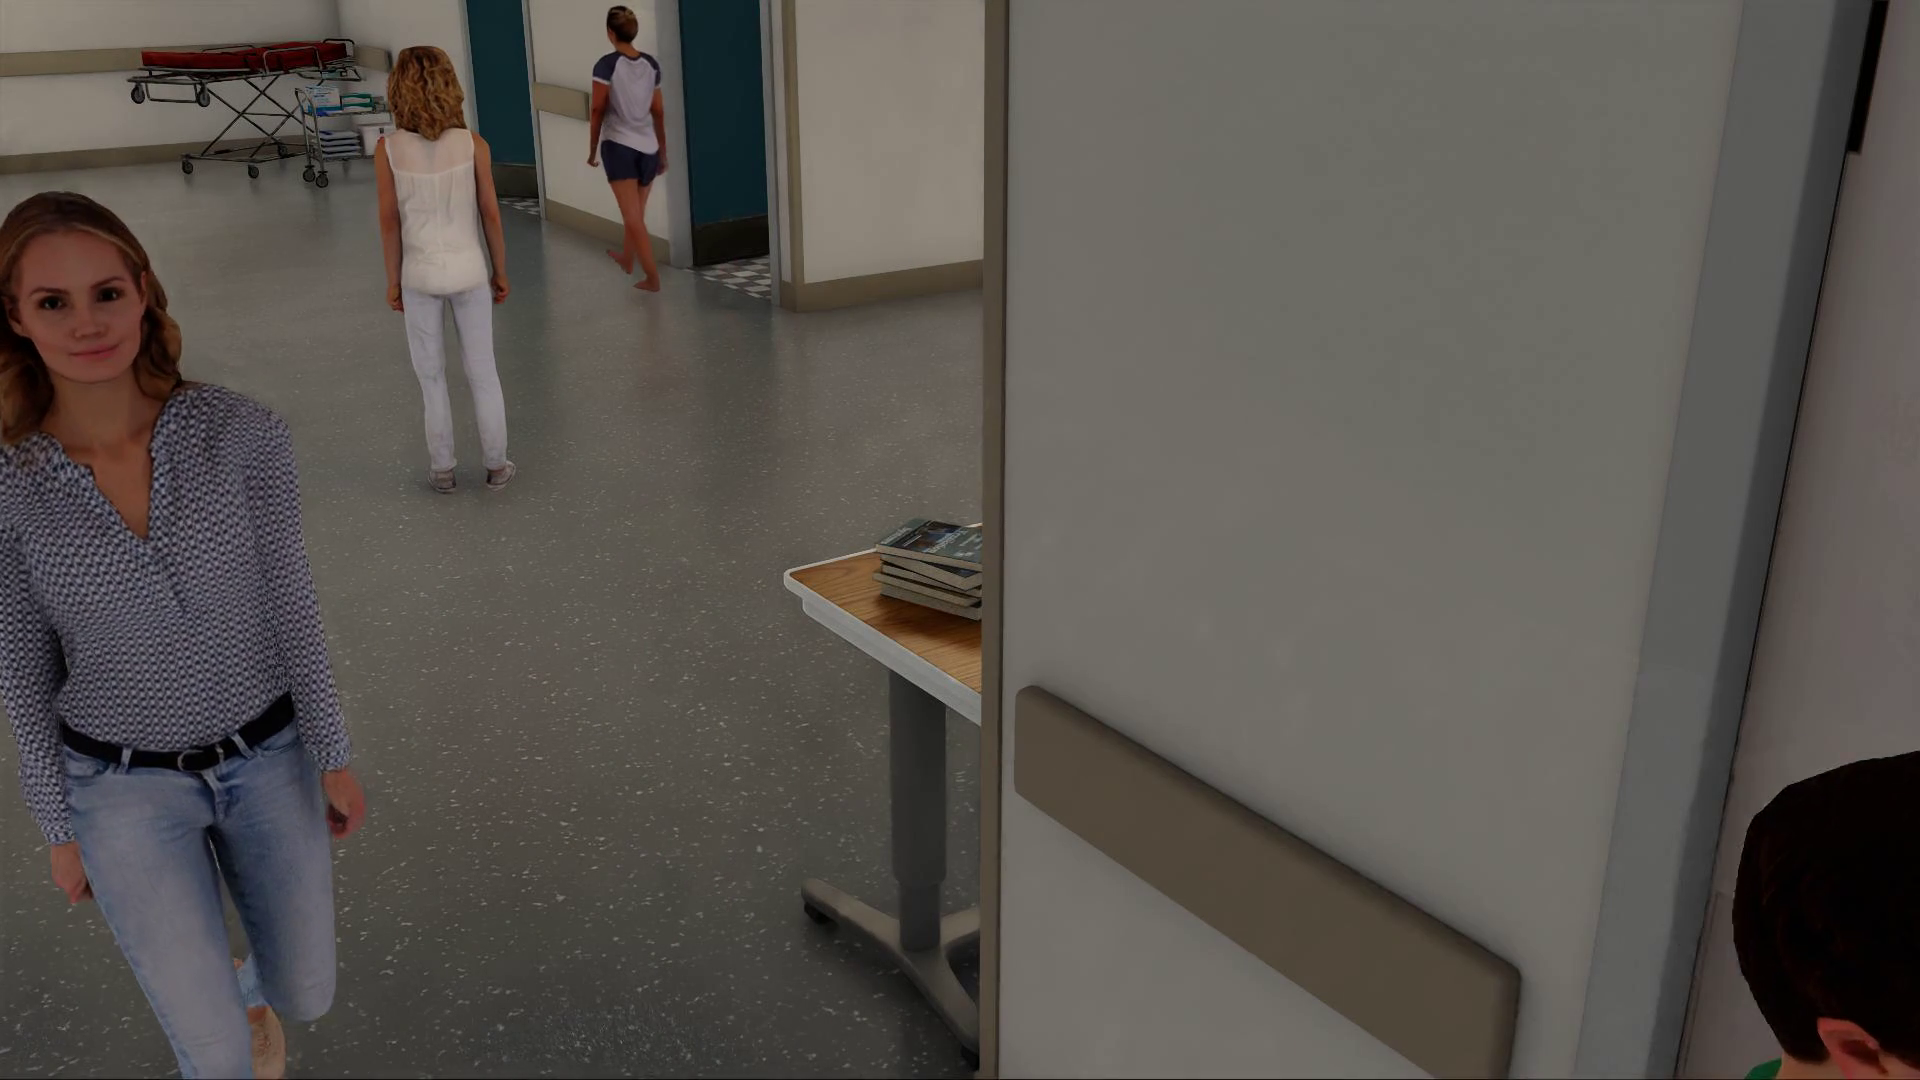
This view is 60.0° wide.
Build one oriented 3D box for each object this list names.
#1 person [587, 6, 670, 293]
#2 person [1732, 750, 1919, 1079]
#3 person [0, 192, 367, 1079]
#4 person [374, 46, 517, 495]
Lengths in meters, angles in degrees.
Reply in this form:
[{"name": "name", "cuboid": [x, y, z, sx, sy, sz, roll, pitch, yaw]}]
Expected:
[{"name": "person", "cuboid": [-1.865, -2.205, 9.598, 0.659, 1.575, 1.013, -18, 27, -40]}, {"name": "person", "cuboid": [0.509, 0.894, 1.341, 0.586, 1.627, 1.053, -13, 24, -31]}, {"name": "person", "cuboid": [-1.160, 0.363, 2.527, 0.654, 1.781, 1.000, -11, 23, -27]}, {"name": "person", "cuboid": [-1.957, -1.005, 6.296, 0.669, 1.669, 0.642, -6, 22, -16]}]
